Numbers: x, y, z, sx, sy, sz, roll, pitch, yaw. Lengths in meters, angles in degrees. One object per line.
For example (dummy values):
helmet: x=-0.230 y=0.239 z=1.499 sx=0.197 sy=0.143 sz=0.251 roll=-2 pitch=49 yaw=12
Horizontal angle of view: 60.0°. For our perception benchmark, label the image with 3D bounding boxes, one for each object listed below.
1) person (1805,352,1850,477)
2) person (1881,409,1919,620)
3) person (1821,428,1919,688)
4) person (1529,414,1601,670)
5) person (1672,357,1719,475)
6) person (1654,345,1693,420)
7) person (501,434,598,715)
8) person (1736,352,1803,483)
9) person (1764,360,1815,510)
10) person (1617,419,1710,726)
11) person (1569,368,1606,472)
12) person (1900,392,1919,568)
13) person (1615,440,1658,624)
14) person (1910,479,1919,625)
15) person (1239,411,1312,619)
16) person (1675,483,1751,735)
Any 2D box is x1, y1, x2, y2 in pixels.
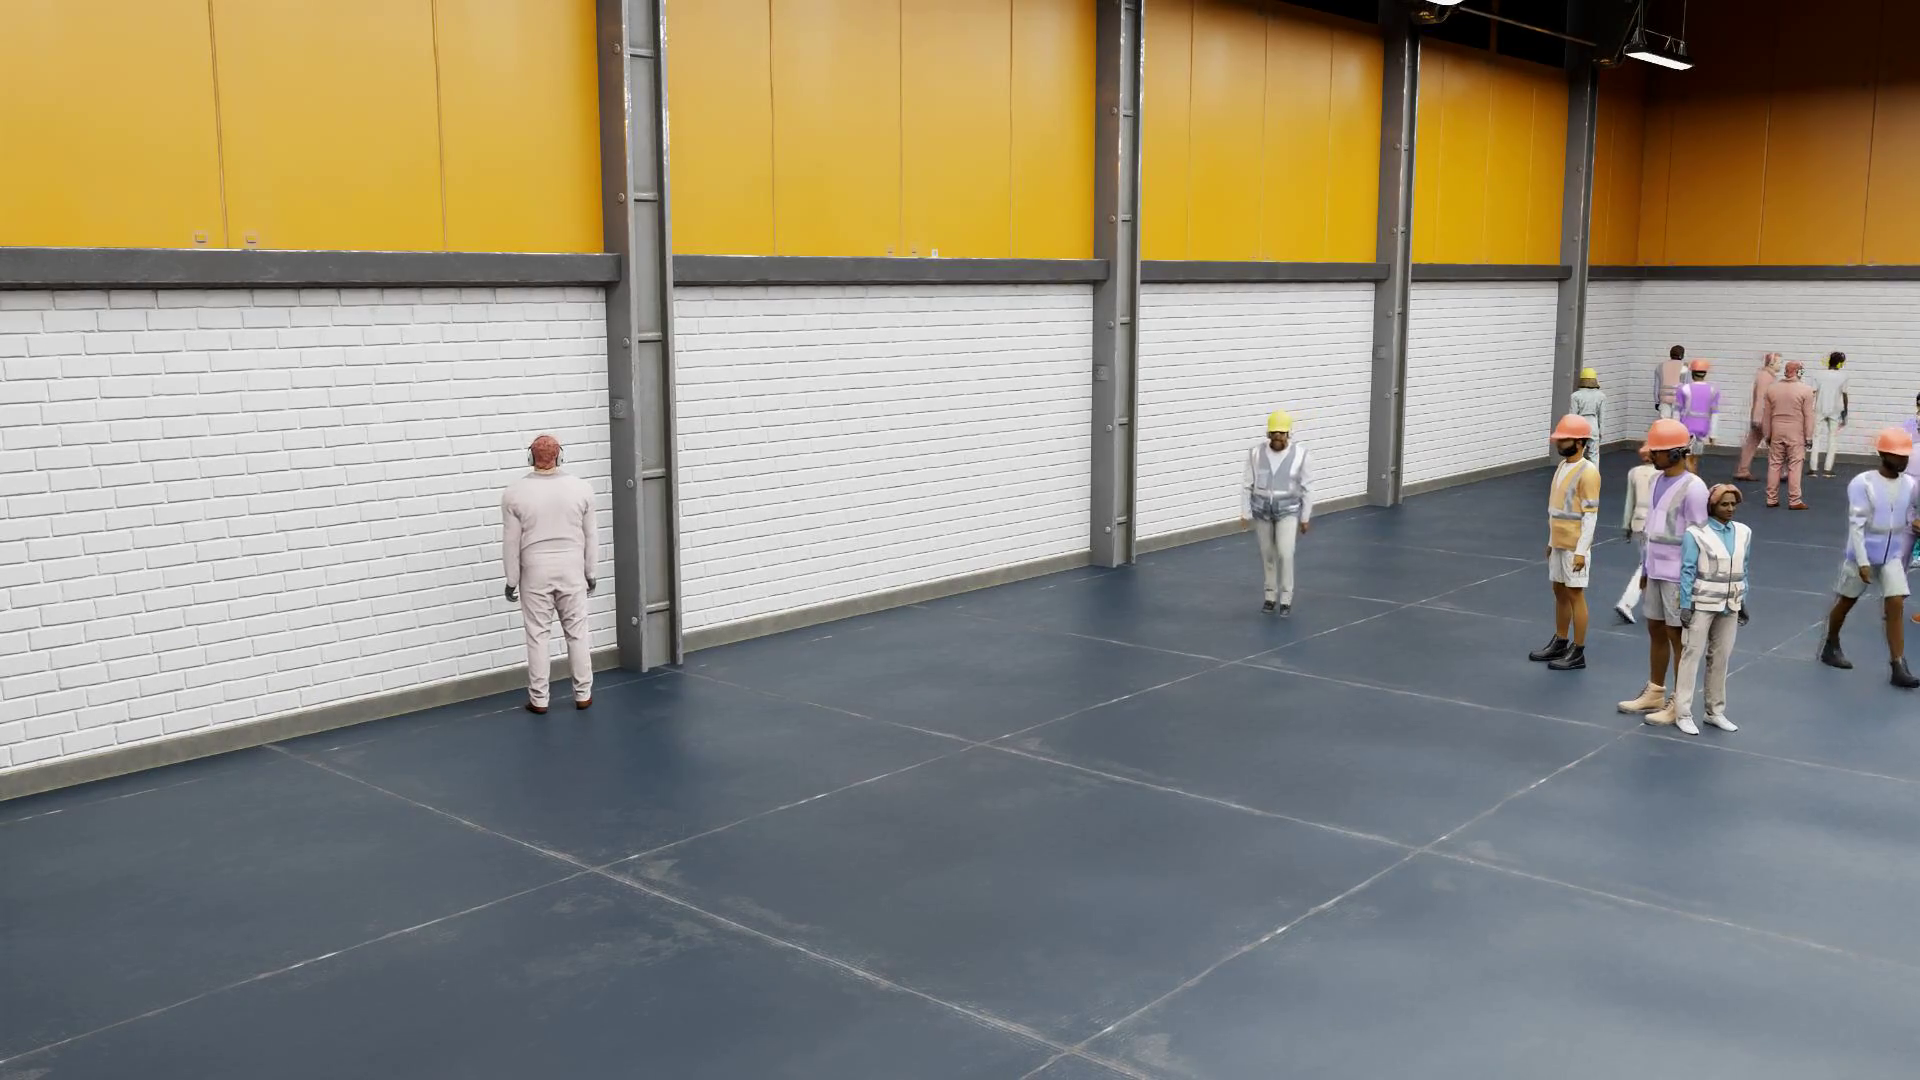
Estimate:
person: x=12.801 y=-1.849 z=24.578 sx=0.590 sy=1.848 sz=0.345 roll=5 pitch=10 yaw=29
person: x=8.269 y=-0.239 z=14.279 sx=0.639 sy=1.908 sz=0.409 roll=4 pitch=10 yaw=23
person: x=6.755 y=0.100 z=12.268 sx=0.536 sy=1.883 sz=1.022 roll=0 pitch=9 yaw=-3
person: x=4.596 y=0.014 z=12.586 sx=0.357 sy=1.941 sz=0.543 roll=-1 pitch=9 yaw=-6
person: x=9.684 y=-1.453 z=21.905 sx=0.561 sy=1.907 sz=0.885 roll=0 pitch=9 yaw=2
person: x=11.642 y=-2.253 z=27.127 sx=0.624 sy=1.844 sz=0.430 roll=8 pitch=12 yaw=41
person: x=-2.786 y=0.231 z=11.325 sx=0.638 sy=1.911 sz=0.402 roll=-4 pitch=10 yaw=-21
person: x=11.678 y=-1.746 z=23.850 sx=0.949 sy=1.861 sz=0.677 roll=4 pitch=10 yaw=24
person: x=10.572 y=-1.337 z=21.182 sx=0.409 sy=1.908 sz=0.638 roll=-6 pitch=11 yaw=-34
person: x=4.674 y=0.216 z=11.022 sx=0.403 sy=2.035 sz=0.609 roll=-1 pitch=9 yaw=-7
person: x=8.439 y=-1.453 z=22.442 sx=0.480 sy=1.736 sz=0.323 roll=0 pitch=9 yaw=-3
person: x=9.796 y=-0.608 z=16.851 sx=0.589 sy=1.820 sz=0.478 roll=8 pitch=12 yaw=43
person: x=5.923 y=-0.095 z=14.322 sx=0.815 sy=1.603 sz=0.518 roll=-5 pitch=10 yaw=-27
person: x=8.366 y=-0.215 z=14.047 sx=0.627 sy=1.934 sz=0.372 roll=-1 pitch=9 yaw=-3
person: x=2.727 y=-0.218 z=14.488 sx=0.596 sy=1.805 sz=0.692 roll=4 pitch=10 yaw=22
person: x=4.901 y=0.445 z=10.820 sx=0.525 sy=1.639 sz=0.307 roll=-3 pitch=9 yaw=-17
